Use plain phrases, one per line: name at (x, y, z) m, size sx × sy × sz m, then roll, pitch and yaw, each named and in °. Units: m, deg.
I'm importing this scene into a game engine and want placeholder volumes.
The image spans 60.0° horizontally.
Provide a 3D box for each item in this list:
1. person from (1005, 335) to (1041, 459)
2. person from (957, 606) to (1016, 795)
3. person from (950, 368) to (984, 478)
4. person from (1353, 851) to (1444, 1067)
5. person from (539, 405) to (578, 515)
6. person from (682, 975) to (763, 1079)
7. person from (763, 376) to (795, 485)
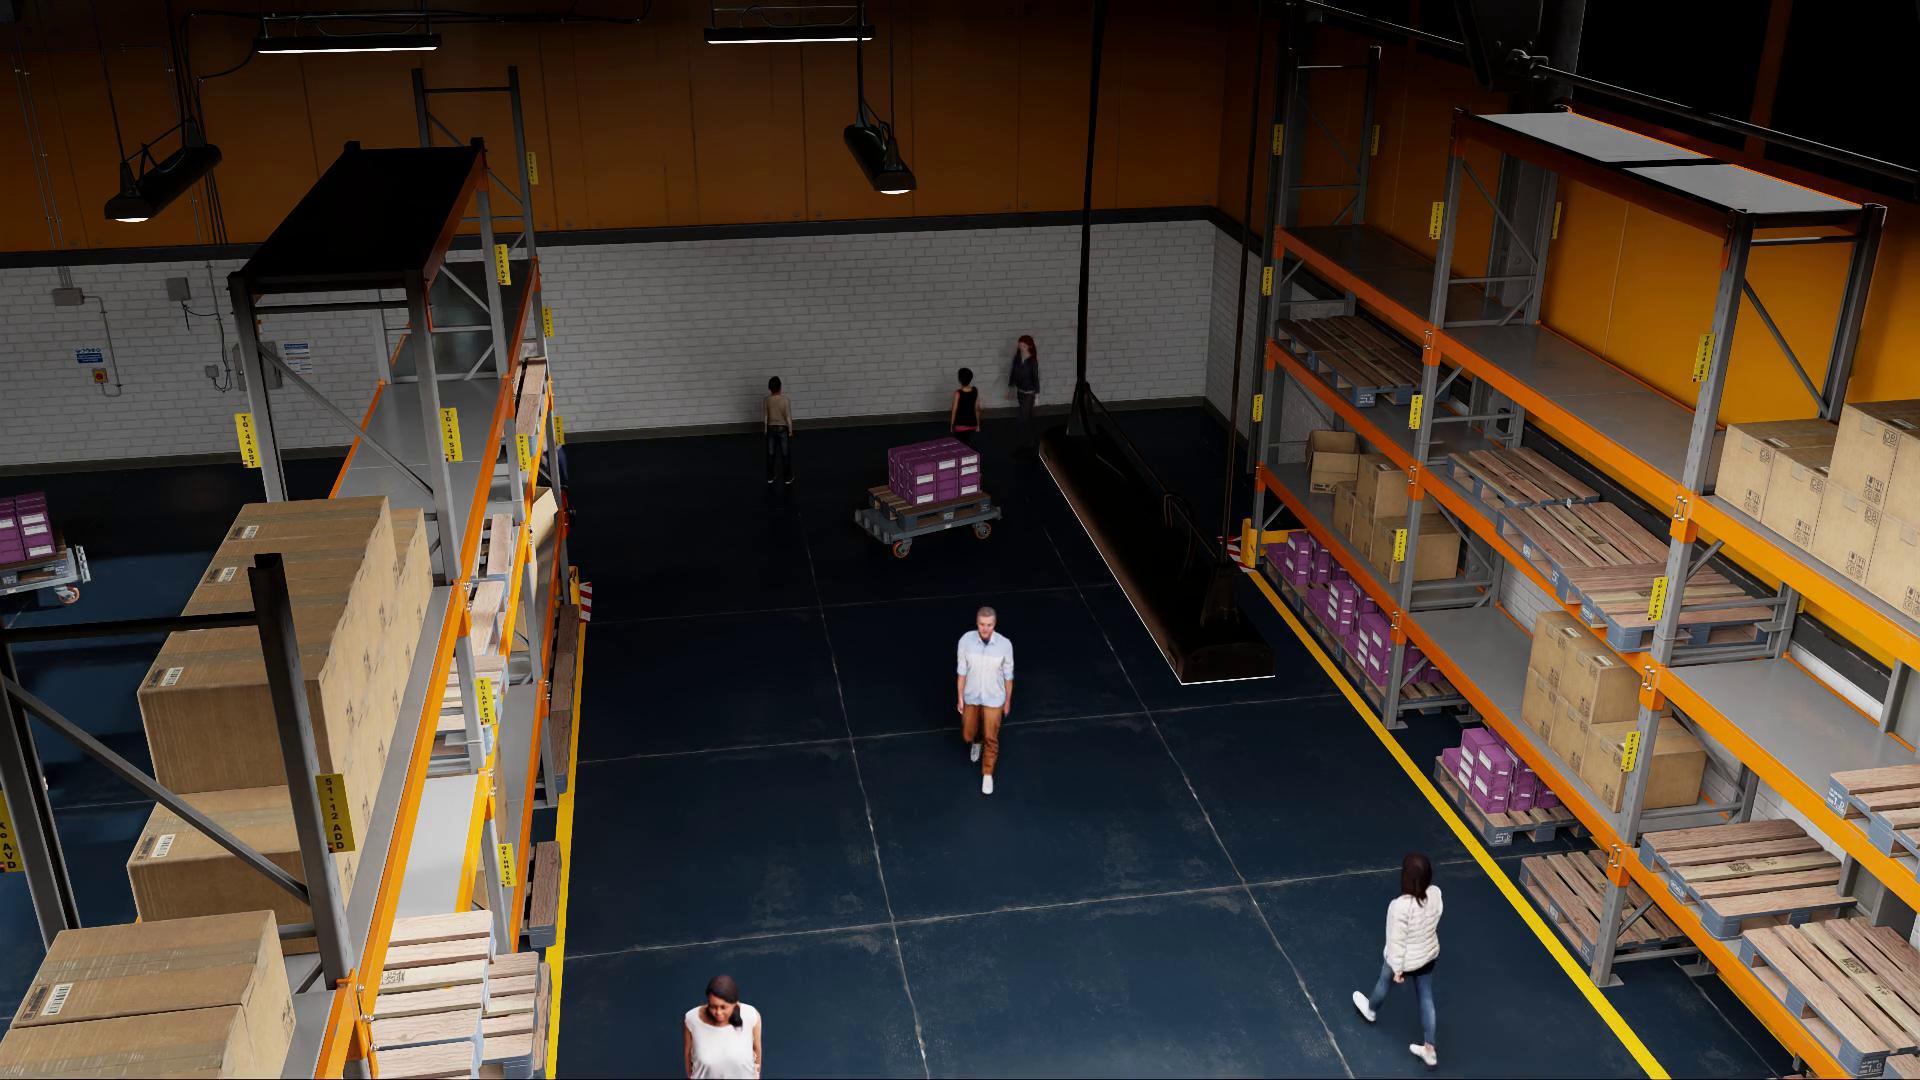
person at (0.982, -2.021, 23.120) m, size 0.821 × 1.756 × 0.777 m, roll -14°, pitch 27°, yaw -29°
person at (0.220, 1.396, 15.233) m, size 0.849 × 1.814 × 0.980 m, roll 3°, pitch 24°, yaw 7°
person at (0.113, -1.523, 22.282) m, size 0.806 × 1.517 × 1.094 m, roll -15°, pitch 28°, yaw -30°
person at (3.270, 2.996, 11.843) m, size 0.814 × 1.597 × 1.139 m, roll -11°, pitch 26°, yaw -23°
person at (-5.273, -1.131, 21.133) m, size 0.728 × 1.716 × 0.799 m, roll -19°, pitch 30°, yaw -37°
person at (-1.492, 3.482, 10.618) m, size 0.654 × 1.687 × 0.609 m, roll -3°, pitch 24°, yaw -6°
person at (-2.441, -1.465, 22.220) m, size 0.590 × 1.459 × 0.577 m, roll 3°, pitch 24°, yaw 7°
